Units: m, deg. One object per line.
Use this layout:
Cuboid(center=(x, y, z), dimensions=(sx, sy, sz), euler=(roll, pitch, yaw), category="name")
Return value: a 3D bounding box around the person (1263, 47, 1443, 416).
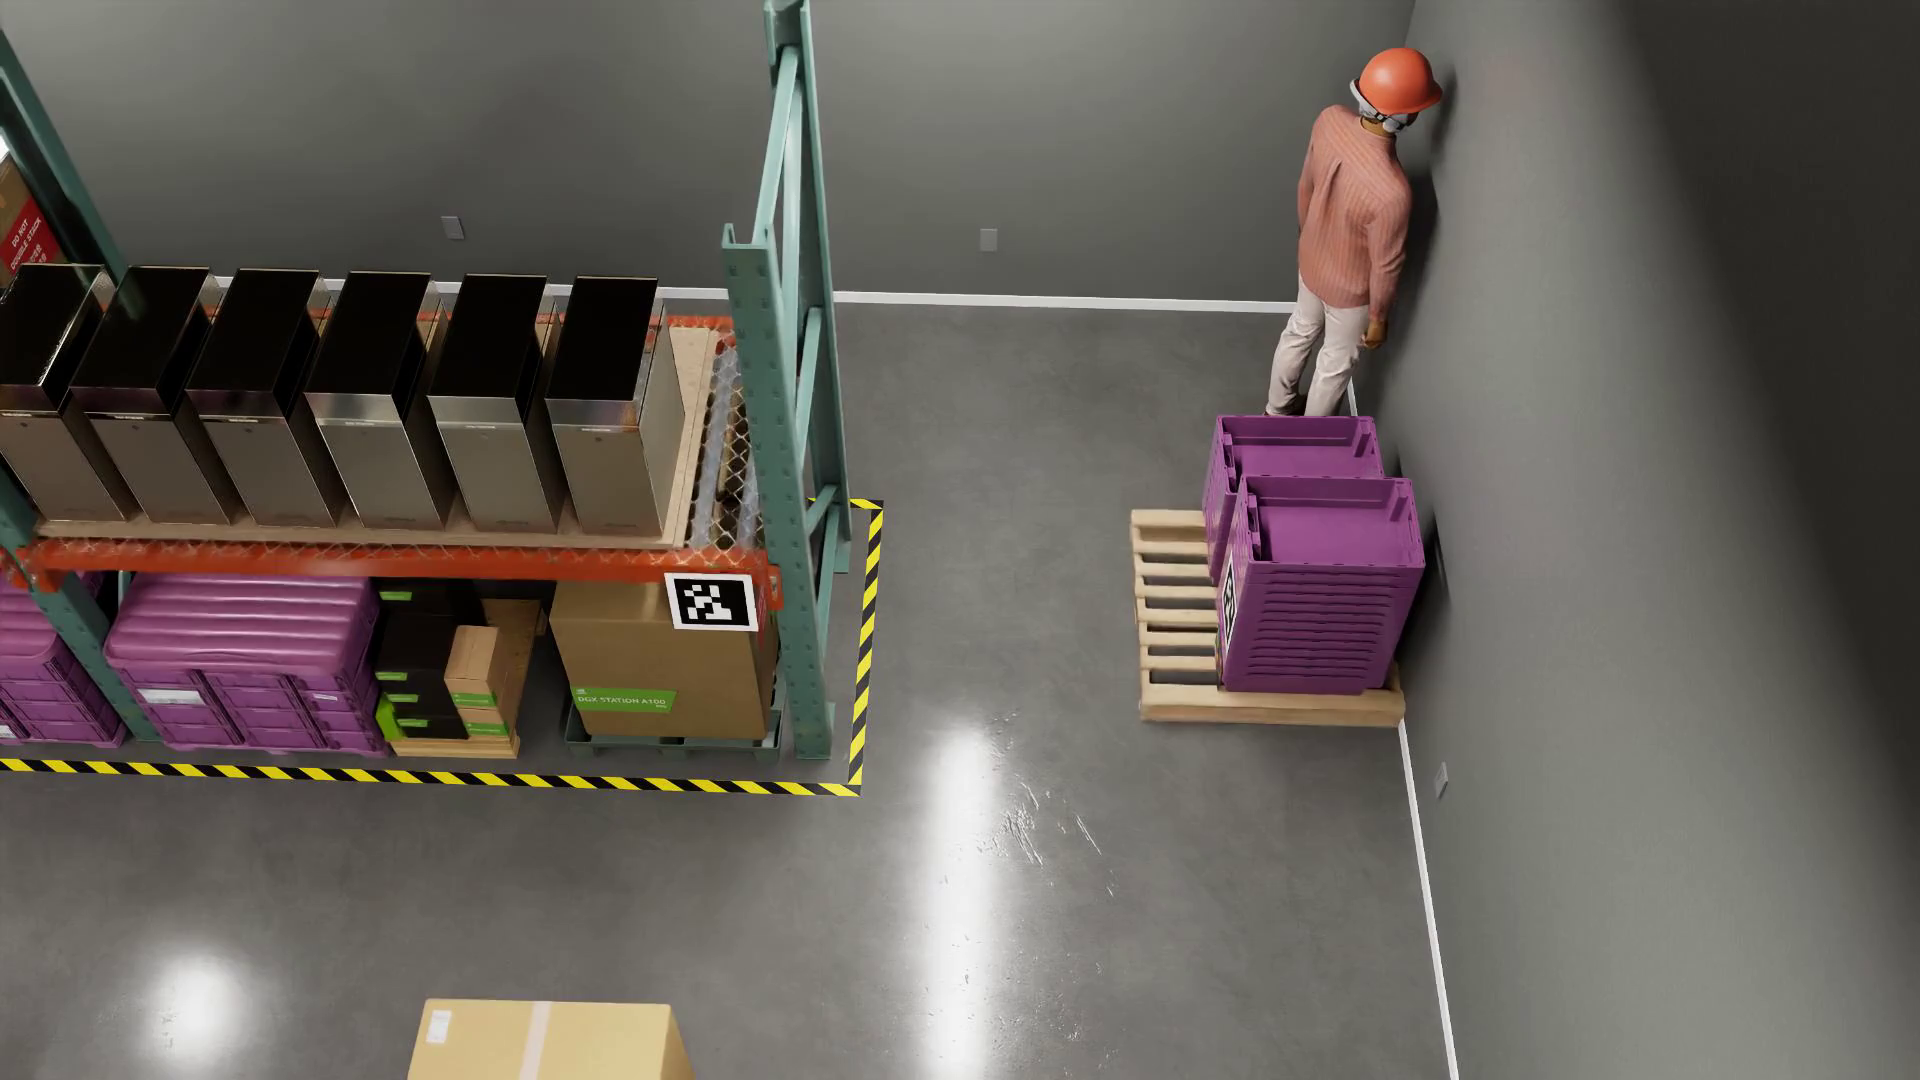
Cuboid(center=(1.509, -1.052, 6.486), dimensions=(0.381, 1.994, 0.622), euler=(-18, 54, -13), category="person")
